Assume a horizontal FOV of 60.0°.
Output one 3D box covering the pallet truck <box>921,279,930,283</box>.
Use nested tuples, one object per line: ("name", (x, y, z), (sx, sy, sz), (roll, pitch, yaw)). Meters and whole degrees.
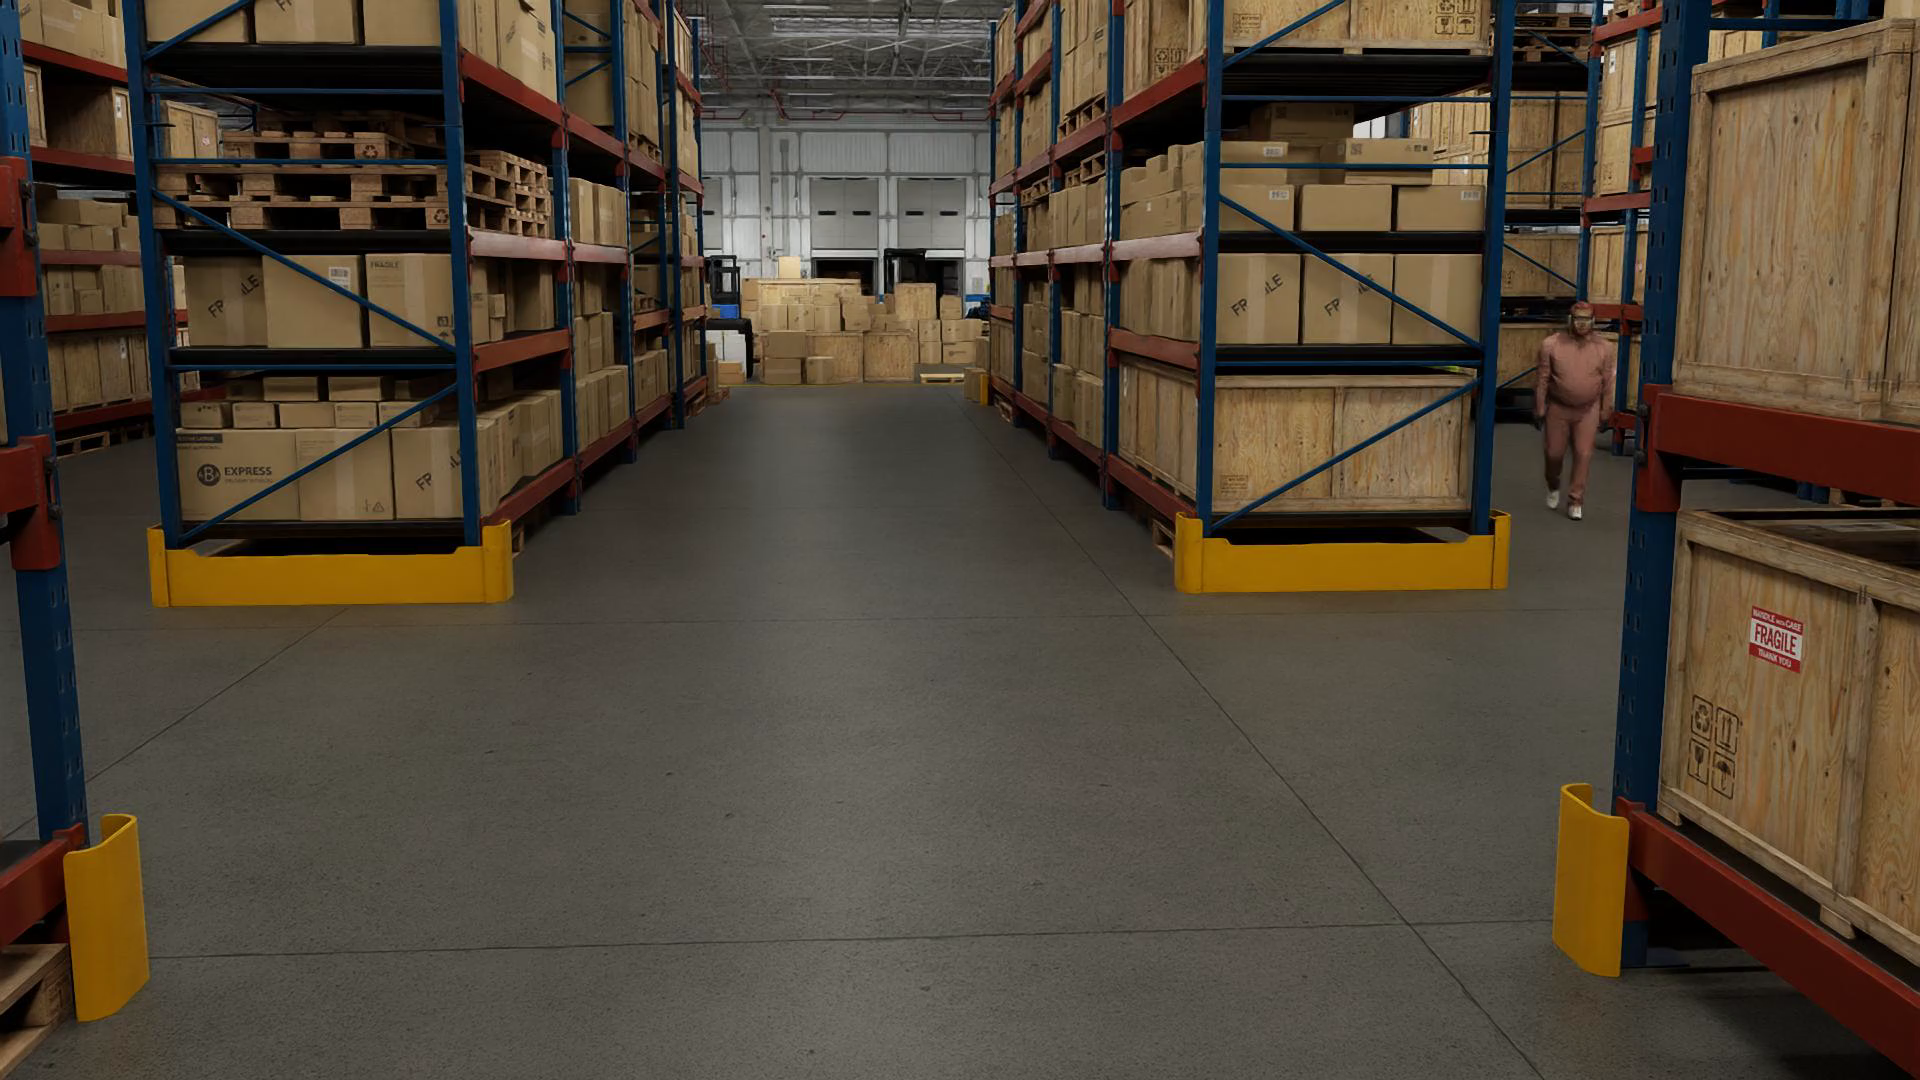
("pallet truck", (-0.932, -8.922, 63.114), (1.885, 1.965, 0.823), (2, 9, 13))

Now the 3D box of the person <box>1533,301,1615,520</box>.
("person", (5.359, -1.133, 14.522), (0.668, 1.893, 0.500), (2, 9, 14))

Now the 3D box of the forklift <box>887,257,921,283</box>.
("forklift", (-1.481, -6.339, 44.133), (1.129, 2.768, 1.873), (-1, 9, -4))

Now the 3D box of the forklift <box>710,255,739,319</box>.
("forklift", (-8.368, -8.713, 59.038), (1.129, 2.768, 1.873), (-1, 9, -4))

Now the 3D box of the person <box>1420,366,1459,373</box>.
("person", (4.281, -1.111, 15.008), (0.315, 1.696, 0.541), (-7, 11, -38))

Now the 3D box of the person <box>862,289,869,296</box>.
("person", (-3.088, -7.401, 54.644), (0.865, 1.646, 0.549), (3, 10, 18))
